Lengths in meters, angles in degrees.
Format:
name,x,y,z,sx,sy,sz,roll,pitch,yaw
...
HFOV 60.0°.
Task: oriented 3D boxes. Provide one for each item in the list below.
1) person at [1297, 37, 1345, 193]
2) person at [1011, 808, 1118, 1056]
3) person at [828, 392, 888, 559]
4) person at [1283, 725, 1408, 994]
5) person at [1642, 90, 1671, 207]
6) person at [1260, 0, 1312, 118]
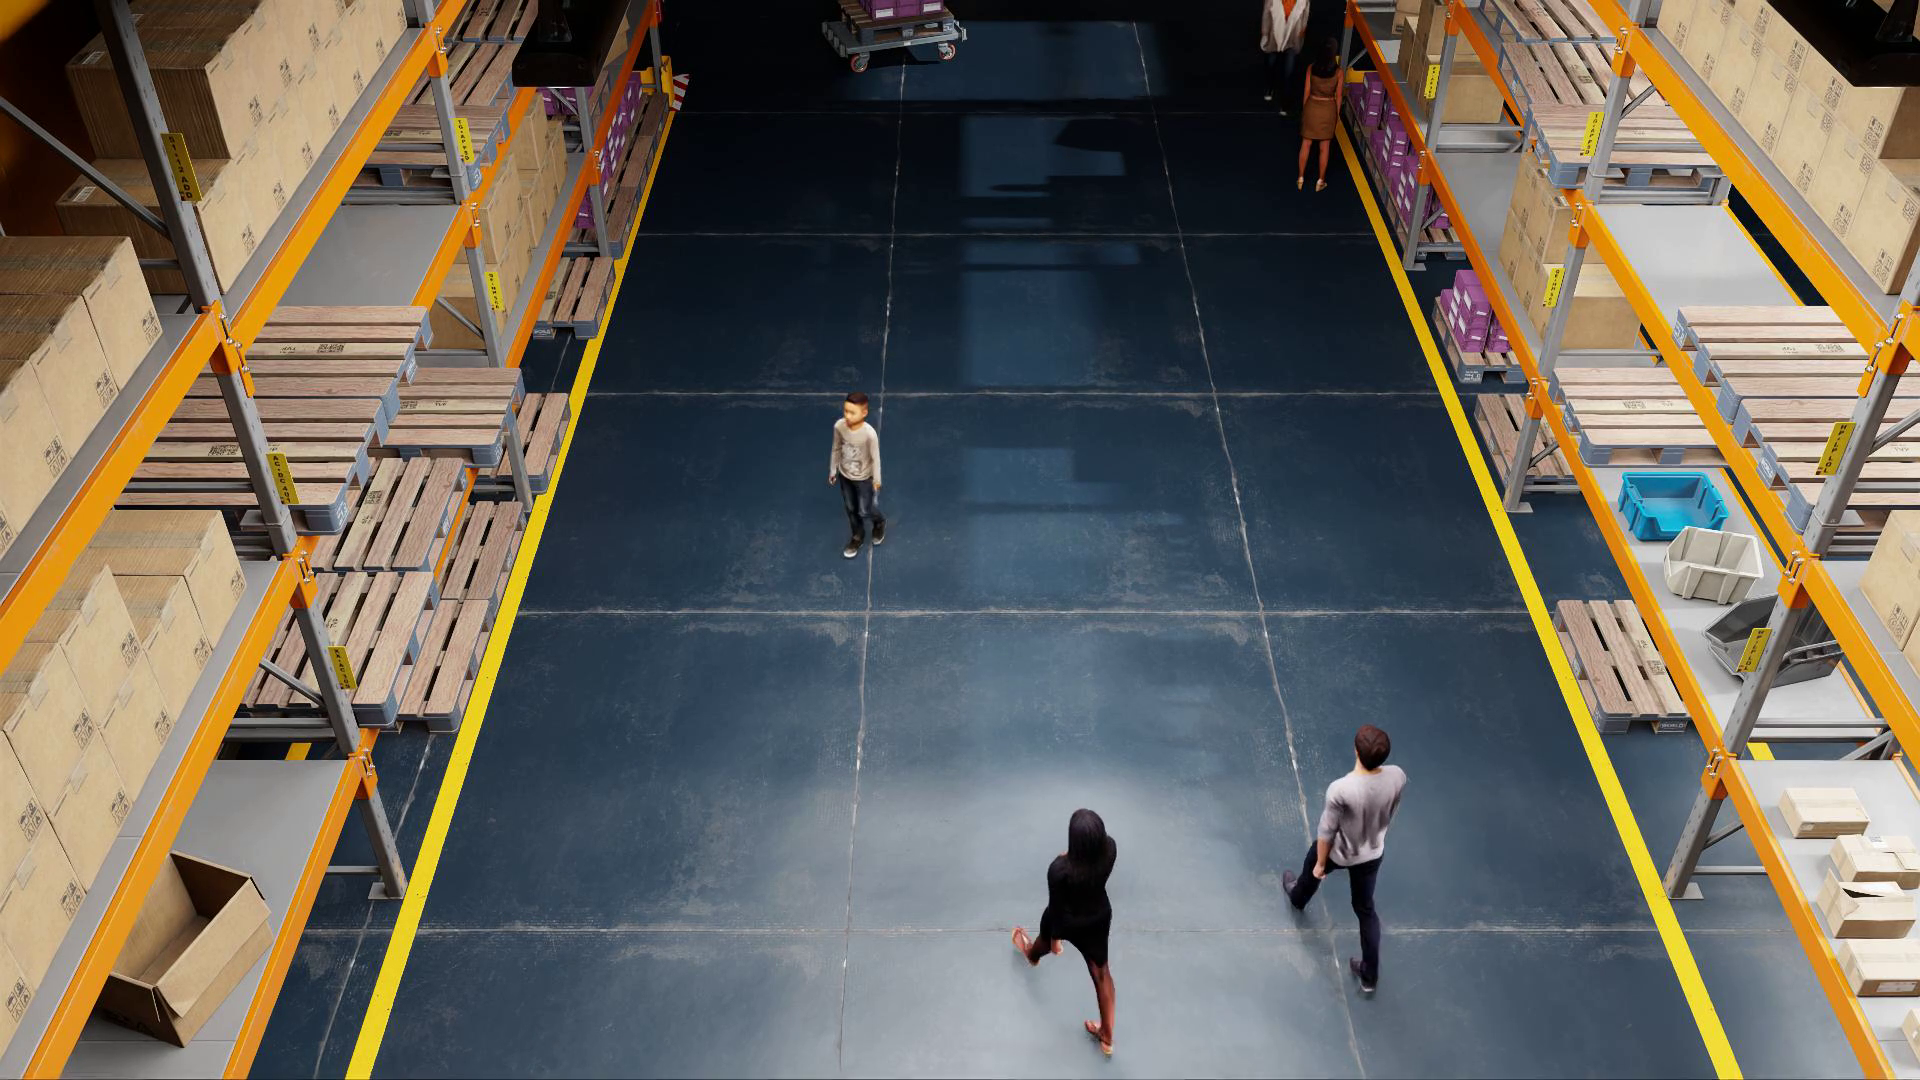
name,x,y,z,sx,sy,sz,roll,pitch,yaw
person,3.820,-4.512,17.651,0.617,1.690,0.604,12,40,14
person,0.718,2.186,9.287,1.056,1.662,1.286,-20,43,-23
person,-0.761,-0.536,12.863,0.697,1.454,0.768,19,43,23
person,2.306,1.856,9.596,0.885,1.792,1.263,-9,39,-11
person,6.726,-3.682,16.595,0.920,1.712,1.265,-15,41,-18
person,3.740,-5.897,19.268,0.836,1.835,1.236,7,39,9
